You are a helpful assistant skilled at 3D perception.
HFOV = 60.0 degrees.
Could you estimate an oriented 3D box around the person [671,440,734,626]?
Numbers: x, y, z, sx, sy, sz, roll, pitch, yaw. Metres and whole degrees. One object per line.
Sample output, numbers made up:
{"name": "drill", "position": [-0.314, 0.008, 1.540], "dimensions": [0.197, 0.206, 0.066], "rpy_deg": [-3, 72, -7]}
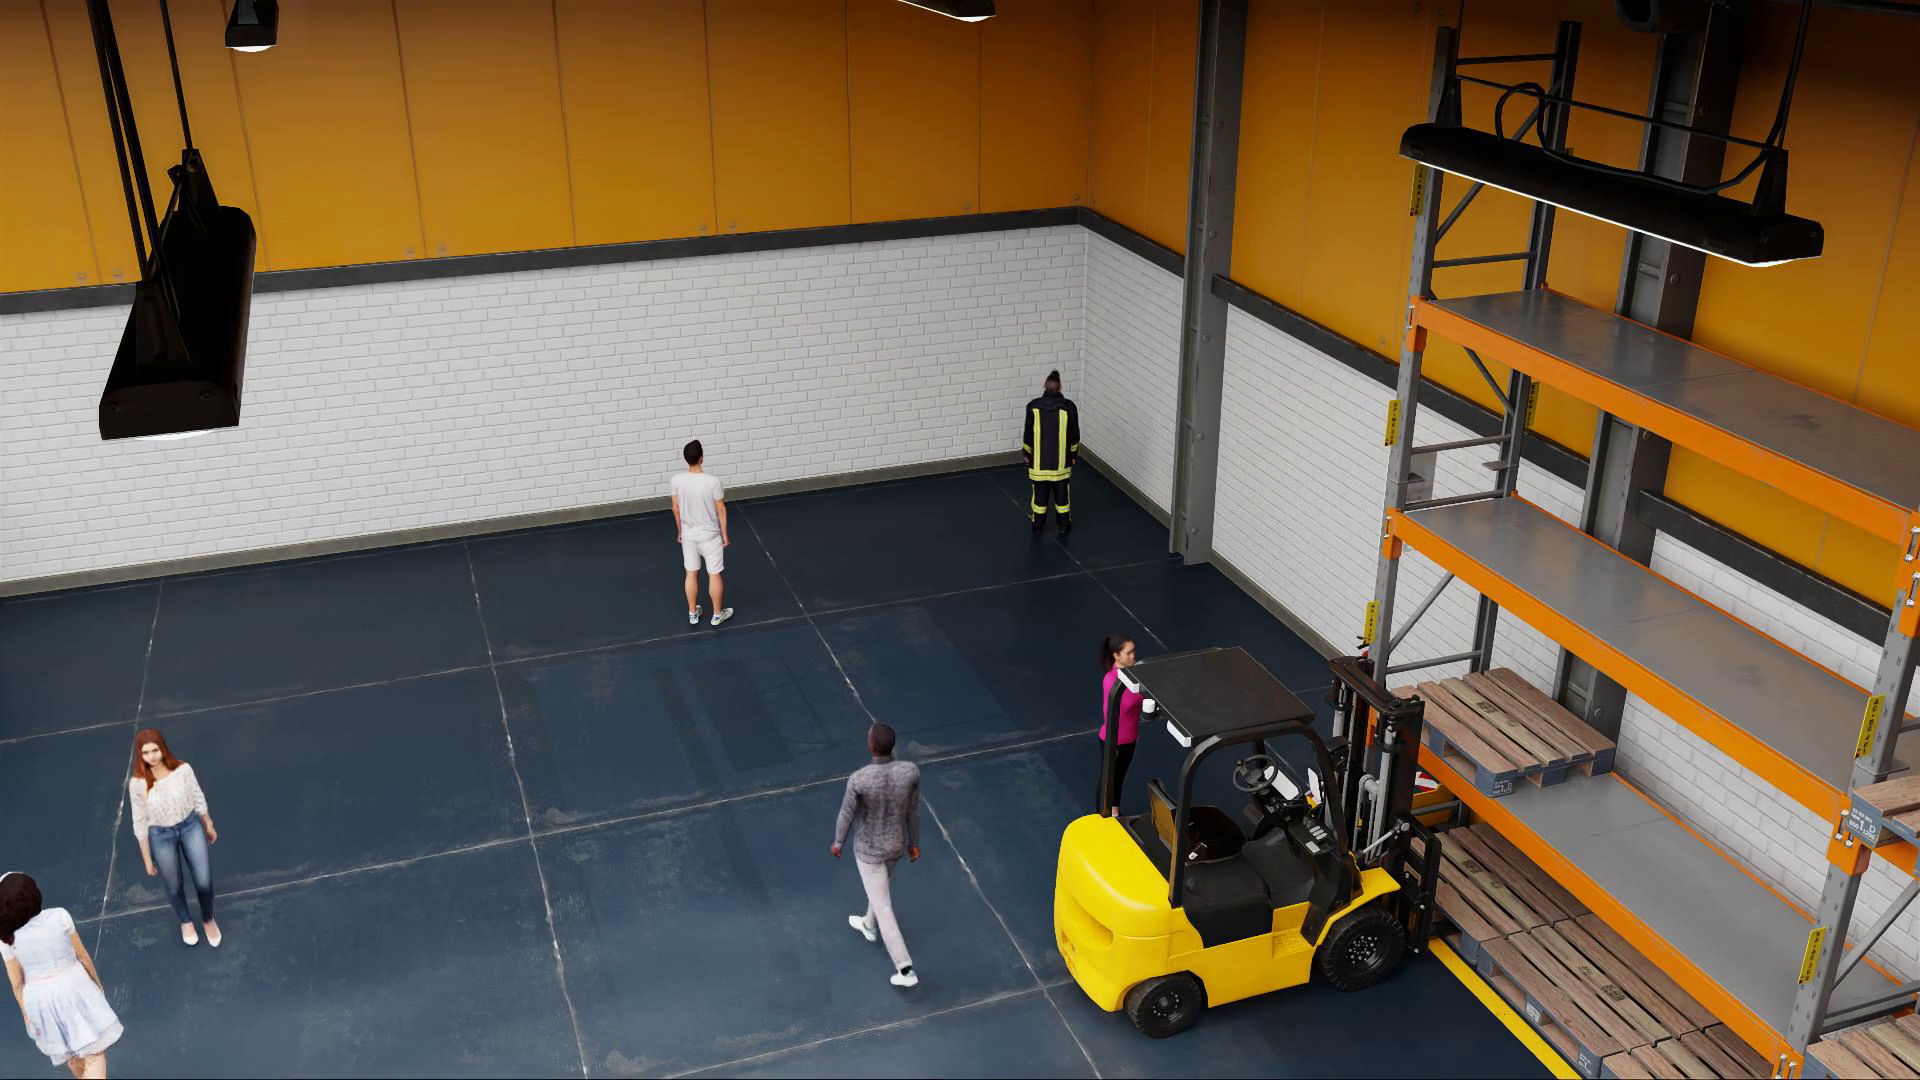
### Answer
{"name": "person", "position": [-2.469, -0.070, 15.828], "dimensions": [0.767, 1.856, 0.766], "rpy_deg": [5, 24, 10]}

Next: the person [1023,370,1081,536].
{"name": "person", "position": [0.958, -0.939, 17.805], "dimensions": [0.869, 1.865, 0.848], "rpy_deg": [2, 24, 4]}

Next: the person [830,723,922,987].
{"name": "person", "position": [-0.481, 2.089, 10.947], "dimensions": [0.910, 1.810, 1.265], "rpy_deg": [-15, 28, -31]}

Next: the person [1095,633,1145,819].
{"name": "person", "position": [1.182, 1.469, 12.504], "dimensions": [0.735, 1.699, 0.690], "rpy_deg": [15, 28, 30]}

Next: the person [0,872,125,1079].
{"name": "person", "position": [-5.119, 2.735, 9.511], "dimensions": [0.769, 1.777, 1.070], "rpy_deg": [-11, 26, -25]}

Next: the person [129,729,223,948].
{"name": "person", "position": [-5.350, 1.983, 11.315], "dimensions": [0.705, 1.711, 0.718], "rpy_deg": [-13, 27, -27]}
